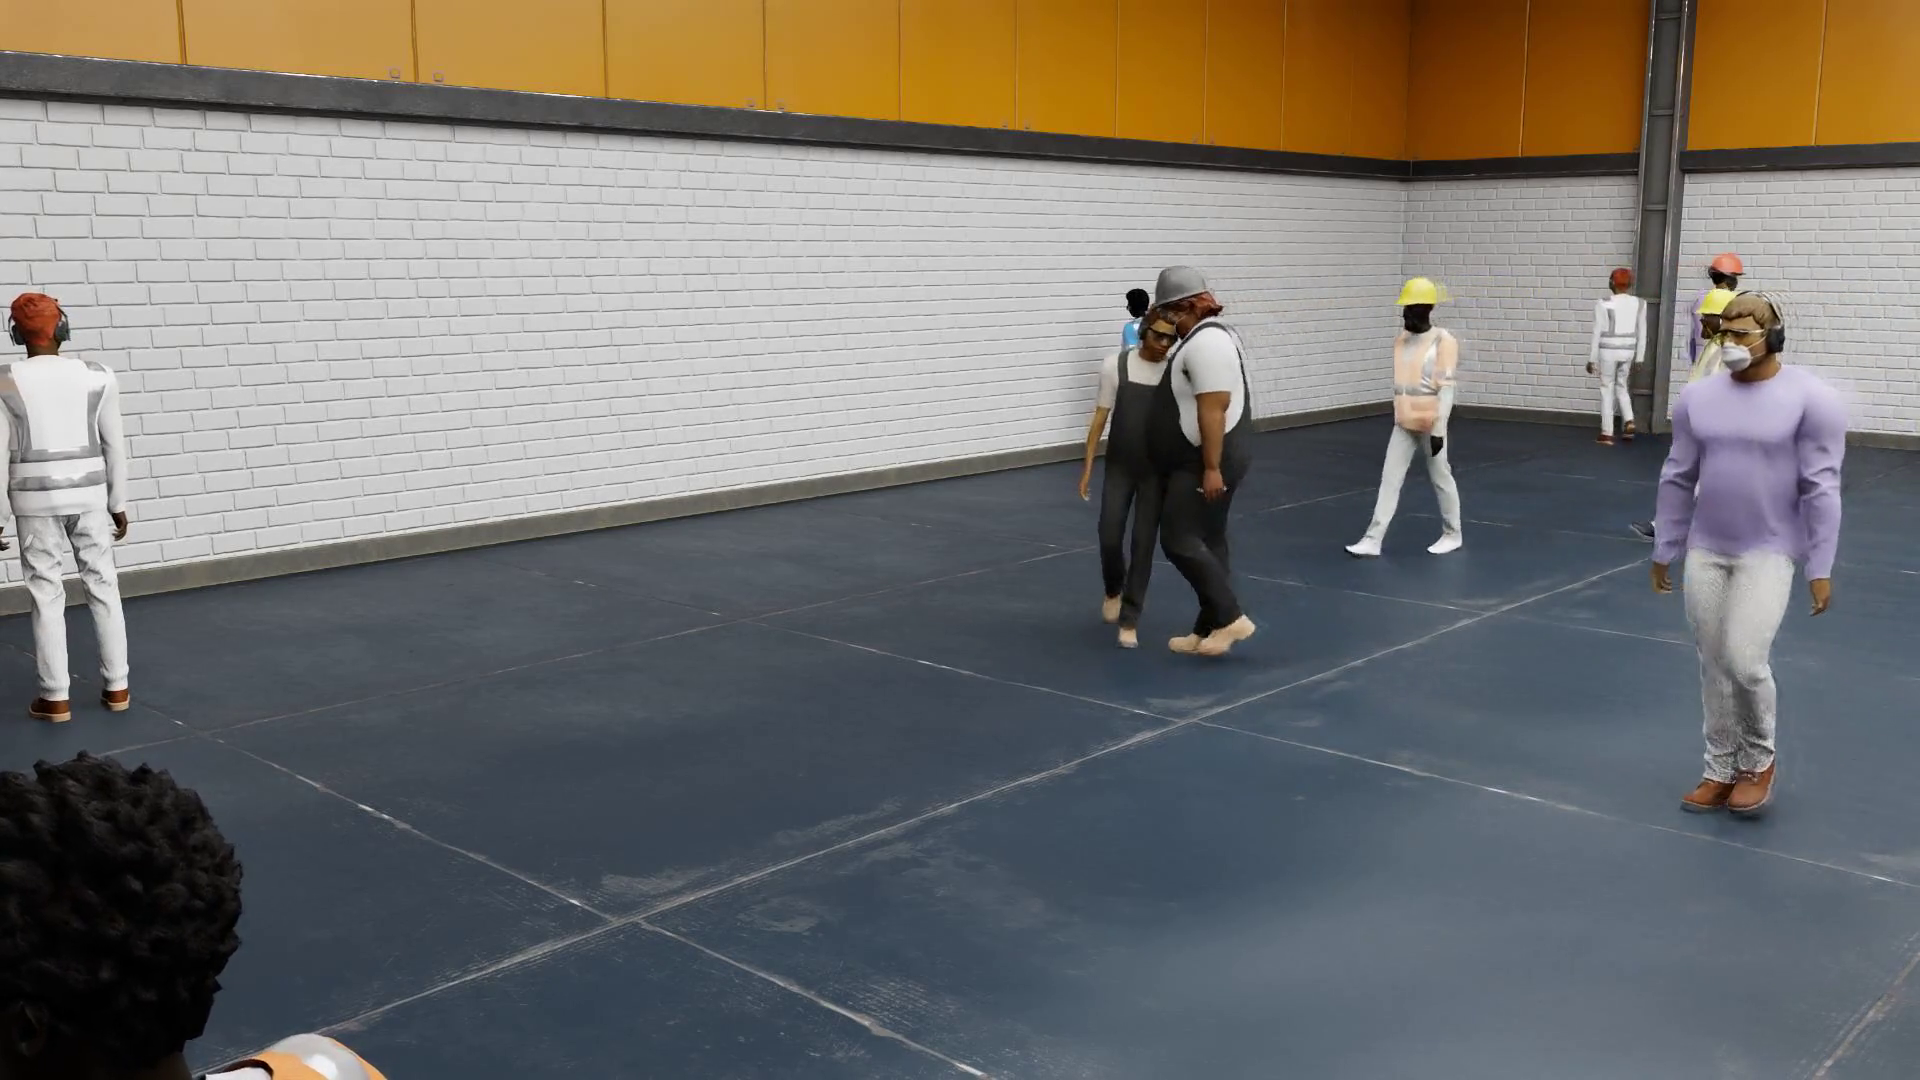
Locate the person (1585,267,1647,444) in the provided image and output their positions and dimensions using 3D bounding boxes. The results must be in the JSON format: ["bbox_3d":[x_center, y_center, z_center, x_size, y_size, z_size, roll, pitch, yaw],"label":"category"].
[{"bbox_3d":[6.925,-1.938,17.604,0.580,1.874,0.409,-2,10,-10],"label":"person"}]

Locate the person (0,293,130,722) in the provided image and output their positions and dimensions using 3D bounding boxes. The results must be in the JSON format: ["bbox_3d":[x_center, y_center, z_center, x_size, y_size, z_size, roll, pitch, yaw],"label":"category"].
[{"bbox_3d":[-3.971,-0.139,7.328,0.574,1.881,0.357,-9,13,-41],"label":"person"}]

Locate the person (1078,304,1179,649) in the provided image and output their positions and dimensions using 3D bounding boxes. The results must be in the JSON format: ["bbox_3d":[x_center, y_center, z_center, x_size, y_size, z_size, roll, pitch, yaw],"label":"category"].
[{"bbox_3d":[0.923,-0.347,8.714,0.606,1.809,0.530,1,10,6],"label":"person"}]

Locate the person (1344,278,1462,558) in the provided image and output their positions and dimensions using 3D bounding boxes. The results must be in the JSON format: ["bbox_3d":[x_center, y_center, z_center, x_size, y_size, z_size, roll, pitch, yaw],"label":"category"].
[{"bbox_3d":[3.052,-0.805,11.134,0.980,1.871,0.604,-6,11,-29],"label":"person"}]

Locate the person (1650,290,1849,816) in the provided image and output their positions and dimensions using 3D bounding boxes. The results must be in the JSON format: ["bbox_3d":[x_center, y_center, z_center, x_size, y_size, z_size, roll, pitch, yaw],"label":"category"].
[{"bbox_3d":[2.803,0.069,6.023,0.453,1.922,0.651,-7,12,-33],"label":"person"}]

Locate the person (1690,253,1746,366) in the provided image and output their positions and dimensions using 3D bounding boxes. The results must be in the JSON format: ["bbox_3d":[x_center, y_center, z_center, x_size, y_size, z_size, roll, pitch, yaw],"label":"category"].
[{"bbox_3d":[6.741,-1.532,14.831,0.480,2.030,0.640,-3,10,-18],"label":"person"}]

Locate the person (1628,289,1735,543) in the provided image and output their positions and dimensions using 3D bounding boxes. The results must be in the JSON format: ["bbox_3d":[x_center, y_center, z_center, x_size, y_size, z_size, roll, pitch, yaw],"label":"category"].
[{"bbox_3d":[5.135,-0.834,11.543,0.912,1.788,0.599,2,10,13],"label":"person"}]

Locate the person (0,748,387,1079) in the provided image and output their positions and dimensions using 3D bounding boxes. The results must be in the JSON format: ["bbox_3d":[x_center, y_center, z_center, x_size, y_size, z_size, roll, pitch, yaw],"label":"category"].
[{"bbox_3d":[-0.638,1.001,1.380,0.317,1.694,0.534,3,10,17],"label":"person"}]

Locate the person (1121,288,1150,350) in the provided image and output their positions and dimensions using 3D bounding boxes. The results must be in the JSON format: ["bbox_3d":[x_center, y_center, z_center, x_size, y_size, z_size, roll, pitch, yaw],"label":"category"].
[{"bbox_3d":[1.715,-1.557,15.935,0.319,1.693,0.532,8,13,37],"label":"person"}]

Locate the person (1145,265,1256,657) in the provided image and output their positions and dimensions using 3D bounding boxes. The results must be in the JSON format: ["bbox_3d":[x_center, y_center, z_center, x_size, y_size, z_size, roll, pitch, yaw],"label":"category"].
[{"bbox_3d":[1.207,-0.416,8.449,0.562,2.000,0.740,2,10,12],"label":"person"}]
